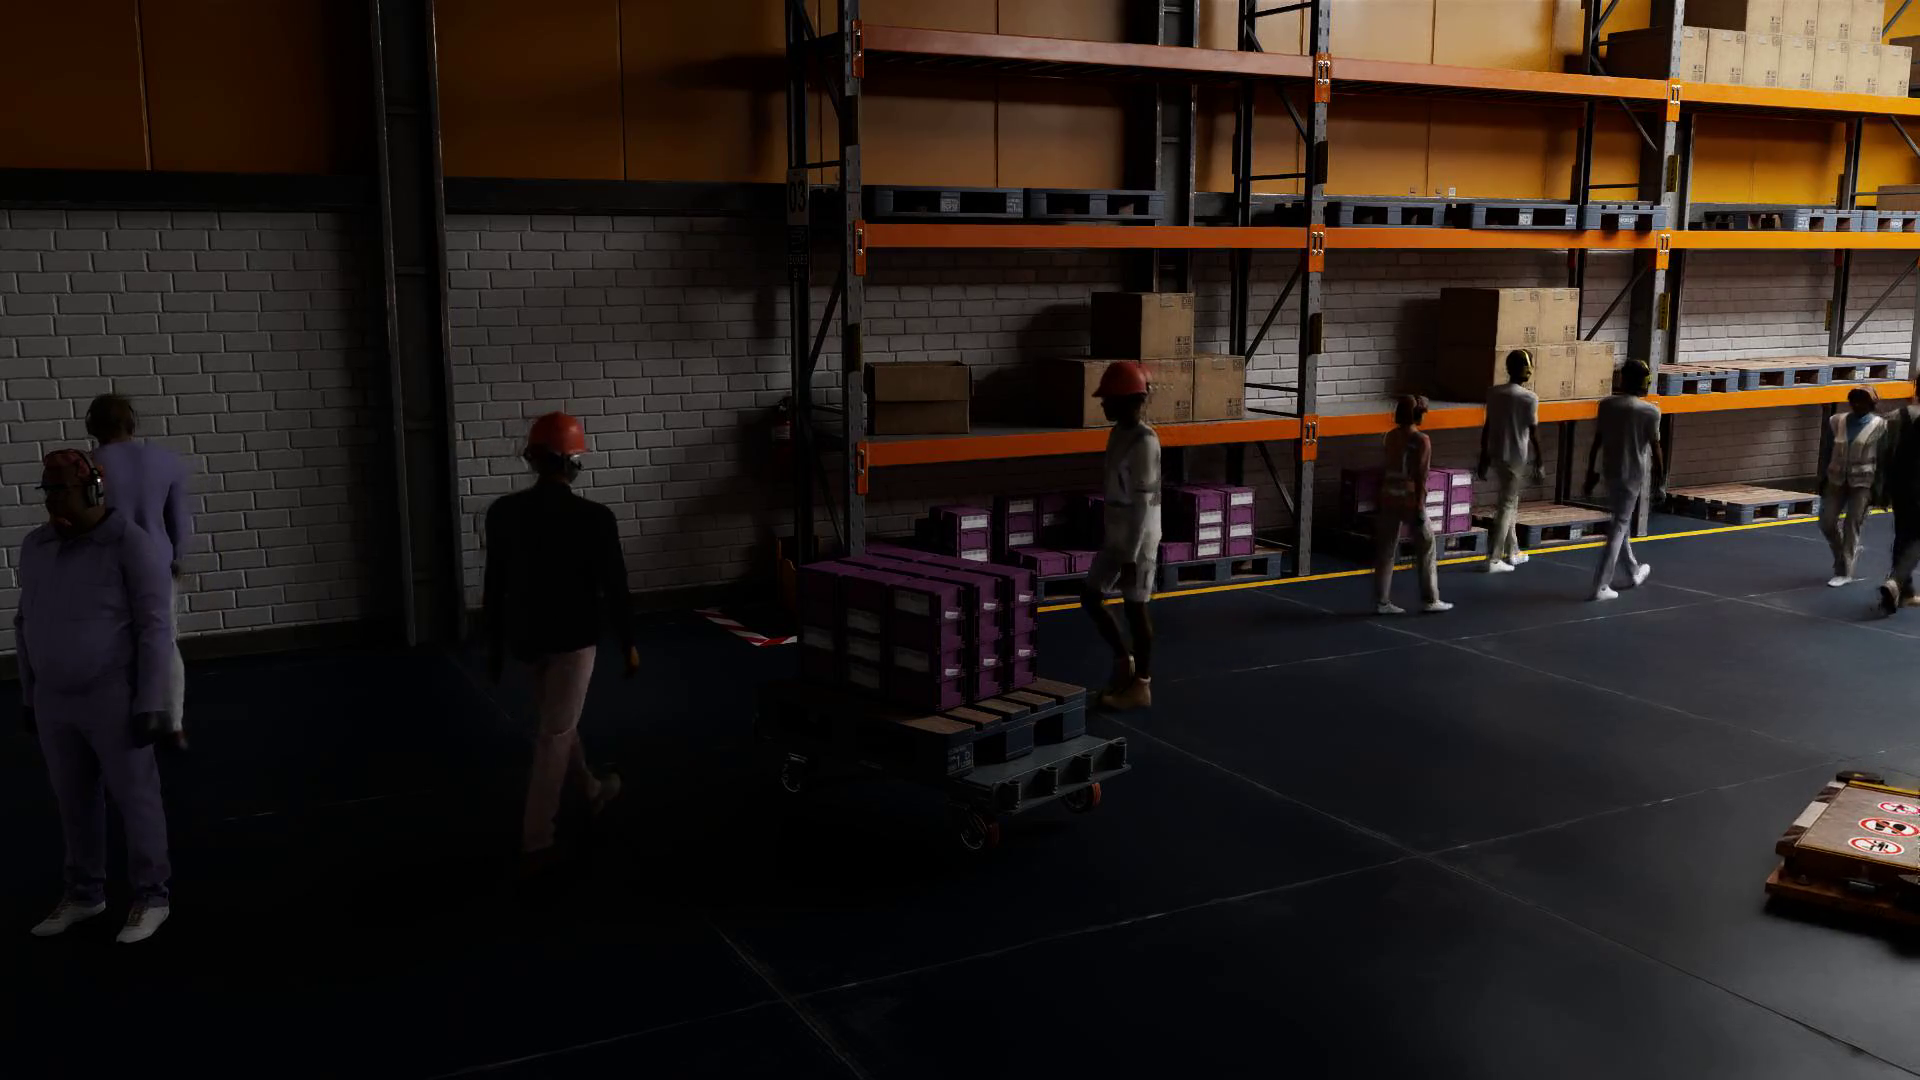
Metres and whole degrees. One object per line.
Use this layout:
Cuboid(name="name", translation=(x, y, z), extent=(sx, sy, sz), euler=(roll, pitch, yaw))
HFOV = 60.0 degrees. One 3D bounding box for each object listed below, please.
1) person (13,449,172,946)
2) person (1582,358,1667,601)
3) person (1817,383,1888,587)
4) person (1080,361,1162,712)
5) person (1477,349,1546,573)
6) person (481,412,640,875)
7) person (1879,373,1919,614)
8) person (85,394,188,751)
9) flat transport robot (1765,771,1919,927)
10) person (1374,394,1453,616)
Cuboid(name="person", translation=(-3.336, 0.599, 6.379), extent=(0.643, 1.909, 0.410), euler=(2, 10, 12))
Cuboid(name="person", translation=(5.158, -0.471, 12.743), extent=(0.951, 1.827, 0.560), euler=(-7, 12, -36))
Cuboid(name="person", translation=(7.036, -0.431, 13.102), extent=(0.395, 1.617, 0.535), euler=(-8, 13, -38))
Cuboid(name="person", translation=(0.912, -0.002, 9.488), extent=(0.477, 2.027, 0.645), euler=(-2, 10, -12))
Cuboid(name="person", translation=(4.645, -0.652, 13.793), extent=(0.779, 1.832, 0.546), euler=(-6, 11, -29))
Cuboid(name="person", translation=(-1.701, 0.410, 7.340), extent=(0.643, 1.942, 1.000), euler=(3, 10, 18))
Cuboid(name="person", translation=(6.937, -0.353, 12.158), extent=(0.704, 1.822, 0.514), euler=(-5, 11, -29))
Cuboid(name="person", translation=(-4.496, 0.158, 8.966), extent=(0.651, 1.886, 1.024), euler=(-9, 13, -42))
Cuboid(name="flat transport robot", translation=(3.964, 1.292, 7.096), extent=(0.652, 0.197, 1.431), euler=(8, 12, 38))
Cuboid(name="person", translation=(3.318, -0.251, 12.085), extent=(0.698, 1.610, 0.546), euler=(-4, 11, -22))
